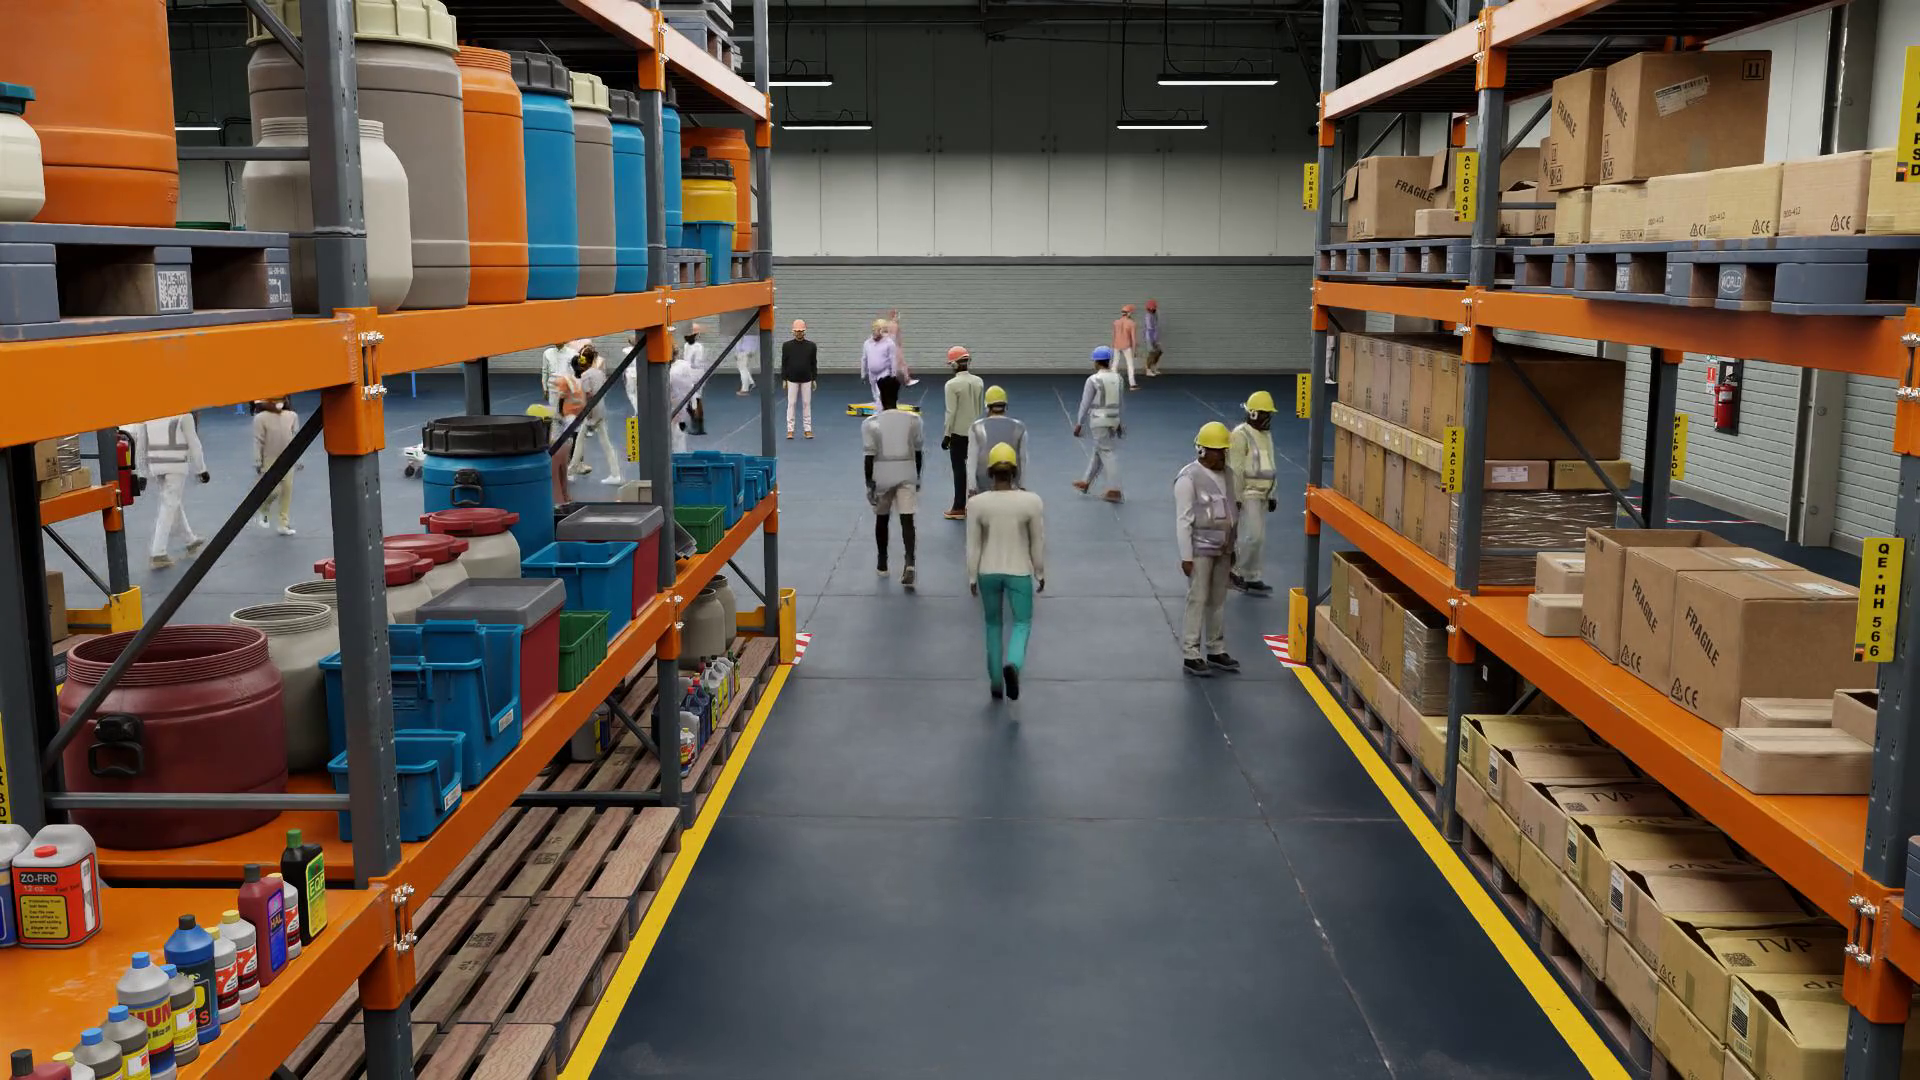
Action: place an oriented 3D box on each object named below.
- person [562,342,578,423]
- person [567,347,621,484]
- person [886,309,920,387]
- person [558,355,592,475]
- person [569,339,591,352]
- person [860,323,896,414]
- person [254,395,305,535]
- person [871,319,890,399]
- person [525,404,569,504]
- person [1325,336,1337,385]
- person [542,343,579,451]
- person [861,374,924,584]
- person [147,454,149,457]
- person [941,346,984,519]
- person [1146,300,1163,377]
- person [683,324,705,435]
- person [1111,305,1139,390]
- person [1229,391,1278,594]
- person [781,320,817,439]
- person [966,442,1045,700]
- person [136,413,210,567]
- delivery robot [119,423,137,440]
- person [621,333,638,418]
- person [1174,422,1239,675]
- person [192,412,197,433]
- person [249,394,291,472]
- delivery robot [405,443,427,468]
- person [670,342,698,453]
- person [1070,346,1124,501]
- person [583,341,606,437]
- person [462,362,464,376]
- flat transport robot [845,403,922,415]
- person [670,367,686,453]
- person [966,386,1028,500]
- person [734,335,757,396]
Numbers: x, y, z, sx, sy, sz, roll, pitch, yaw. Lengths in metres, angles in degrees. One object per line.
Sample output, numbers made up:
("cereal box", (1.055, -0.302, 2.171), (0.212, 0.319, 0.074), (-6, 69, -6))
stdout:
("person", (-7.242, -3.080, 31.003), (0.539, 1.744, 0.625), (6, 11, 33))
("person", (-4.973, -1.651, 22.205), (0.970, 1.811, 0.548), (3, 10, 19))
("person", (-1.504, -4.540, 39.433), (1.031, 1.843, 0.641), (-4, 10, -22))
("person", (-5.271, -1.734, 23.135), (0.554, 1.658, 0.794), (-9, 13, -44))
("person", (-8.054, -3.720, 35.259), (0.522, 1.594, 0.850), (-3, 10, -18))
("person", (-1.469, -3.034, 30.385), (0.660, 1.862, 0.988), (5, 11, 27))
("person", (-7.423, -0.863, 18.094), (0.418, 1.615, 0.497), (7, 12, 35))
("person", (-1.663, -3.924, 36.083), (0.512, 1.713, 0.738), (5, 11, 27))
("person", (-3.580, -0.287, 14.238), (0.358, 1.755, 0.525), (4, 10, 25))
("person", (8.951, -4.758, 40.535), (0.410, 1.912, 0.643), (-4, 10, -21))
("person", (-6.245, -2.363, 26.075), (0.618, 1.946, 0.394), (1, 10, 4))
("person", (-0.610, -0.568, 15.412), (0.594, 1.932, 0.989), (-2, 10, -10))
("person", (-12.147, -2.155, 25.149), (0.633, 1.841, 0.429), (5, 10, 25))
("person", (0.019, -1.248, 19.283), (0.394, 1.985, 0.608), (9, 13, 42))
("person", (5.012, -5.228, 43.149), (0.441, 1.985, 0.727), (6, 11, 33))
("person", (-4.588, -2.763, 28.557), (0.440, 1.916, 0.570), (-7, 12, -37))
("person", (3.848, -4.518, 38.928), (0.635, 1.981, 0.437), (6, 11, 33))
("person", (2.612, -0.413, 14.762), (0.413, 1.819, 0.624), (7, 12, 36))
("person", (-2.702, -2.707, 27.994), (0.609, 1.995, 0.375), (-2, 10, -12))
("person", (0.296, 0.223, 11.165), (0.537, 1.748, 0.608), (1, 10, 8))
("person", (-7.753, -0.691, 16.405), (0.577, 1.829, 0.999), (2, 10, 12))
("delivery robot", (-13.299, -1.820, 26.837), (0.707, 0.478, 0.477), (-6, 11, -31))
("person", (-6.098, -3.076, 31.312), (0.524, 1.628, 0.575), (-6, 11, -33))
("person", (1.798, 0.052, 12.005), (0.596, 1.818, 0.403), (-9, 13, -43))
("person", (-12.690, -2.520, 27.200), (0.402, 1.898, 0.742), (-1, 9, -4))
("person", (-9.781, -1.922, 23.559), (0.591, 1.913, 0.379), (-1, 10, -6))
("delivery robot", (-7.354, -1.206, 23.157), (0.477, 0.478, 0.707), (8, 13, 40))
("person", (-4.041, -1.880, 23.441), (0.657, 1.860, 0.600), (2, 10, 12))
("person", (1.710, -1.465, 20.826), (0.625, 1.895, 0.984), (-9, 13, -43))
("person", (-6.278, -2.568, 28.290), (0.517, 1.623, 0.394), (-2, 10, -11))
("person", (-12.904, -5.224, 43.543), (0.567, 1.836, 0.391), (-3, 10, -19))
("flat transport robot", (-1.479, -2.513, 32.117), (1.431, 0.197, 0.652), (8, 12, 40))
("person", (-3.965, -1.580, 21.765), (0.798, 1.815, 0.655), (-7, 12, -38))
("person", (0.352, -0.575, 15.861), (0.608, 1.783, 0.957), (-2, 10, -9))
("person", (-4.840, -4.171, 36.965), (0.434, 1.924, 0.662), (3, 10, 18))
